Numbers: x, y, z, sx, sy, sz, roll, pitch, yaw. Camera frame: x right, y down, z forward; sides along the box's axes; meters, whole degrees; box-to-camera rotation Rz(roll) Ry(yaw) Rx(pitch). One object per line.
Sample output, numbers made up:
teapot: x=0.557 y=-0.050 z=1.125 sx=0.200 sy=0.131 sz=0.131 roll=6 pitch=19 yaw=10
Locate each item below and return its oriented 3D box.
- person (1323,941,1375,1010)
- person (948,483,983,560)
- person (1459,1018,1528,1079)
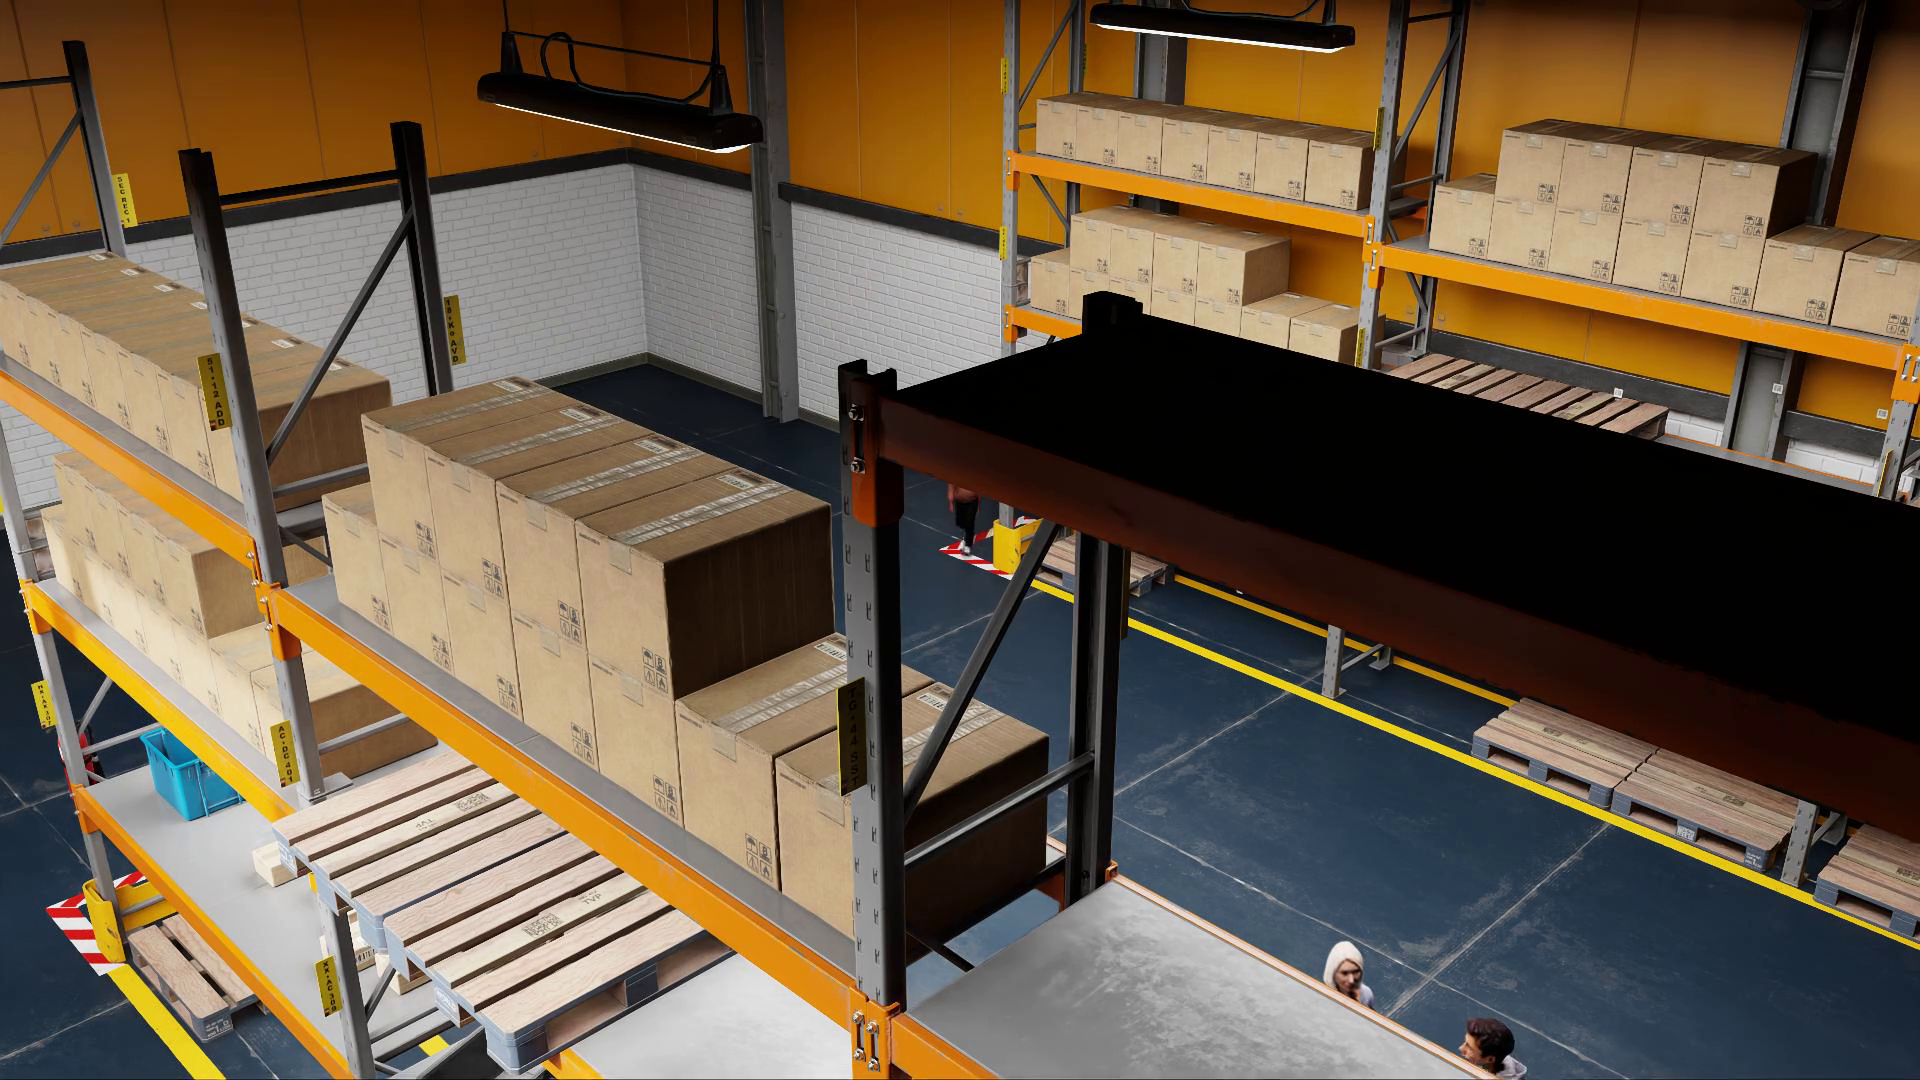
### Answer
person: x=2.044 y=2.946 z=9.161 sx=0.654 sy=1.722 sz=0.661 roll=-6 pitch=24 yaw=-14
person: x=0.081 y=-0.442 z=17.520 sx=0.772 sy=1.236 sz=0.814 roll=2 pitch=24 yaw=5
person: x=2.700 y=3.195 z=8.354 sx=0.913 sy=1.912 sz=0.857 roll=2 pitch=24 yaw=5
